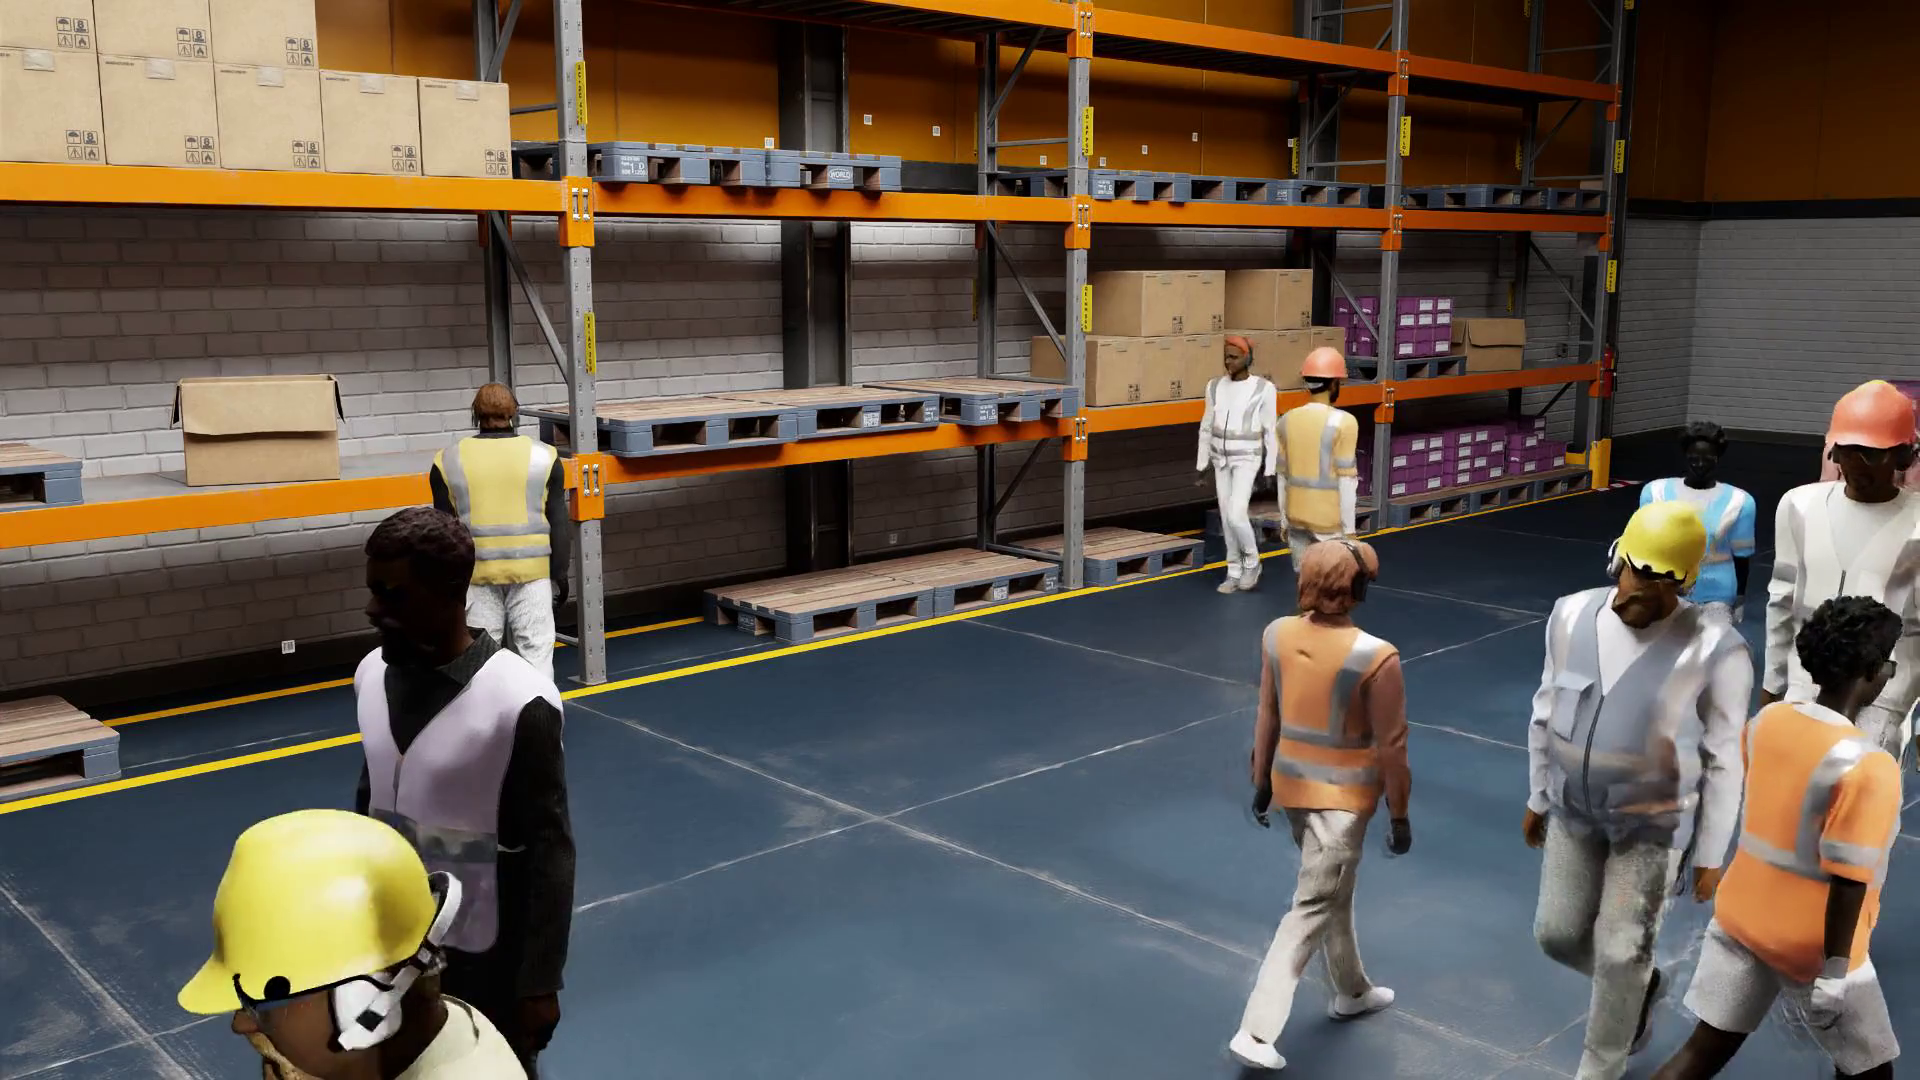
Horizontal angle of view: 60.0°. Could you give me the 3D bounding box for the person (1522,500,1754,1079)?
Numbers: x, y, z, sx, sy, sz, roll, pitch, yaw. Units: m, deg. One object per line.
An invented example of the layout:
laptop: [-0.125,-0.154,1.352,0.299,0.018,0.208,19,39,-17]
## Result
person: [1.884,0.753,4.652,0.569,1.793,0.605,-7,12,-36]

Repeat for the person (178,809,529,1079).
person: [-0.582,1.190,2.062,0.614,1.805,0.619,-4,11,-23]

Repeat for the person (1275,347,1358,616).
person: [2.004,-0.126,9.418,0.501,1.924,0.569,-7,12,-37]

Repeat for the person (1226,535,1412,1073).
person: [1.087,0.784,5.036,0.835,1.601,0.527,-7,12,-35]

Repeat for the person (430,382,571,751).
person: [-2.179,0.166,7.955,0.633,1.839,0.429,-2,10,-13]

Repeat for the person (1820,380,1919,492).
person: [4.959,0.007,9.104,0.527,1.767,0.331,7,12,37]

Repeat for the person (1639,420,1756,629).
person: [3.488,0.249,7.928,0.534,1.675,0.649,6,11,32]

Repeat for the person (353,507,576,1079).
person: [-1.076,0.867,3.626,0.597,1.915,0.370,6,12,33]

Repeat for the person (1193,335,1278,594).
person: [1.961,-0.534,11.955,0.417,1.866,0.587,-9,13,-43]

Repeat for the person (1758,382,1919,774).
person: [2.924,0.495,5.466,0.426,2.027,0.627,-8,12,-38]

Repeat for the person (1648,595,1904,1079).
person: [1.976,0.937,4.007,0.872,1.646,0.539,-1,10,-7]
